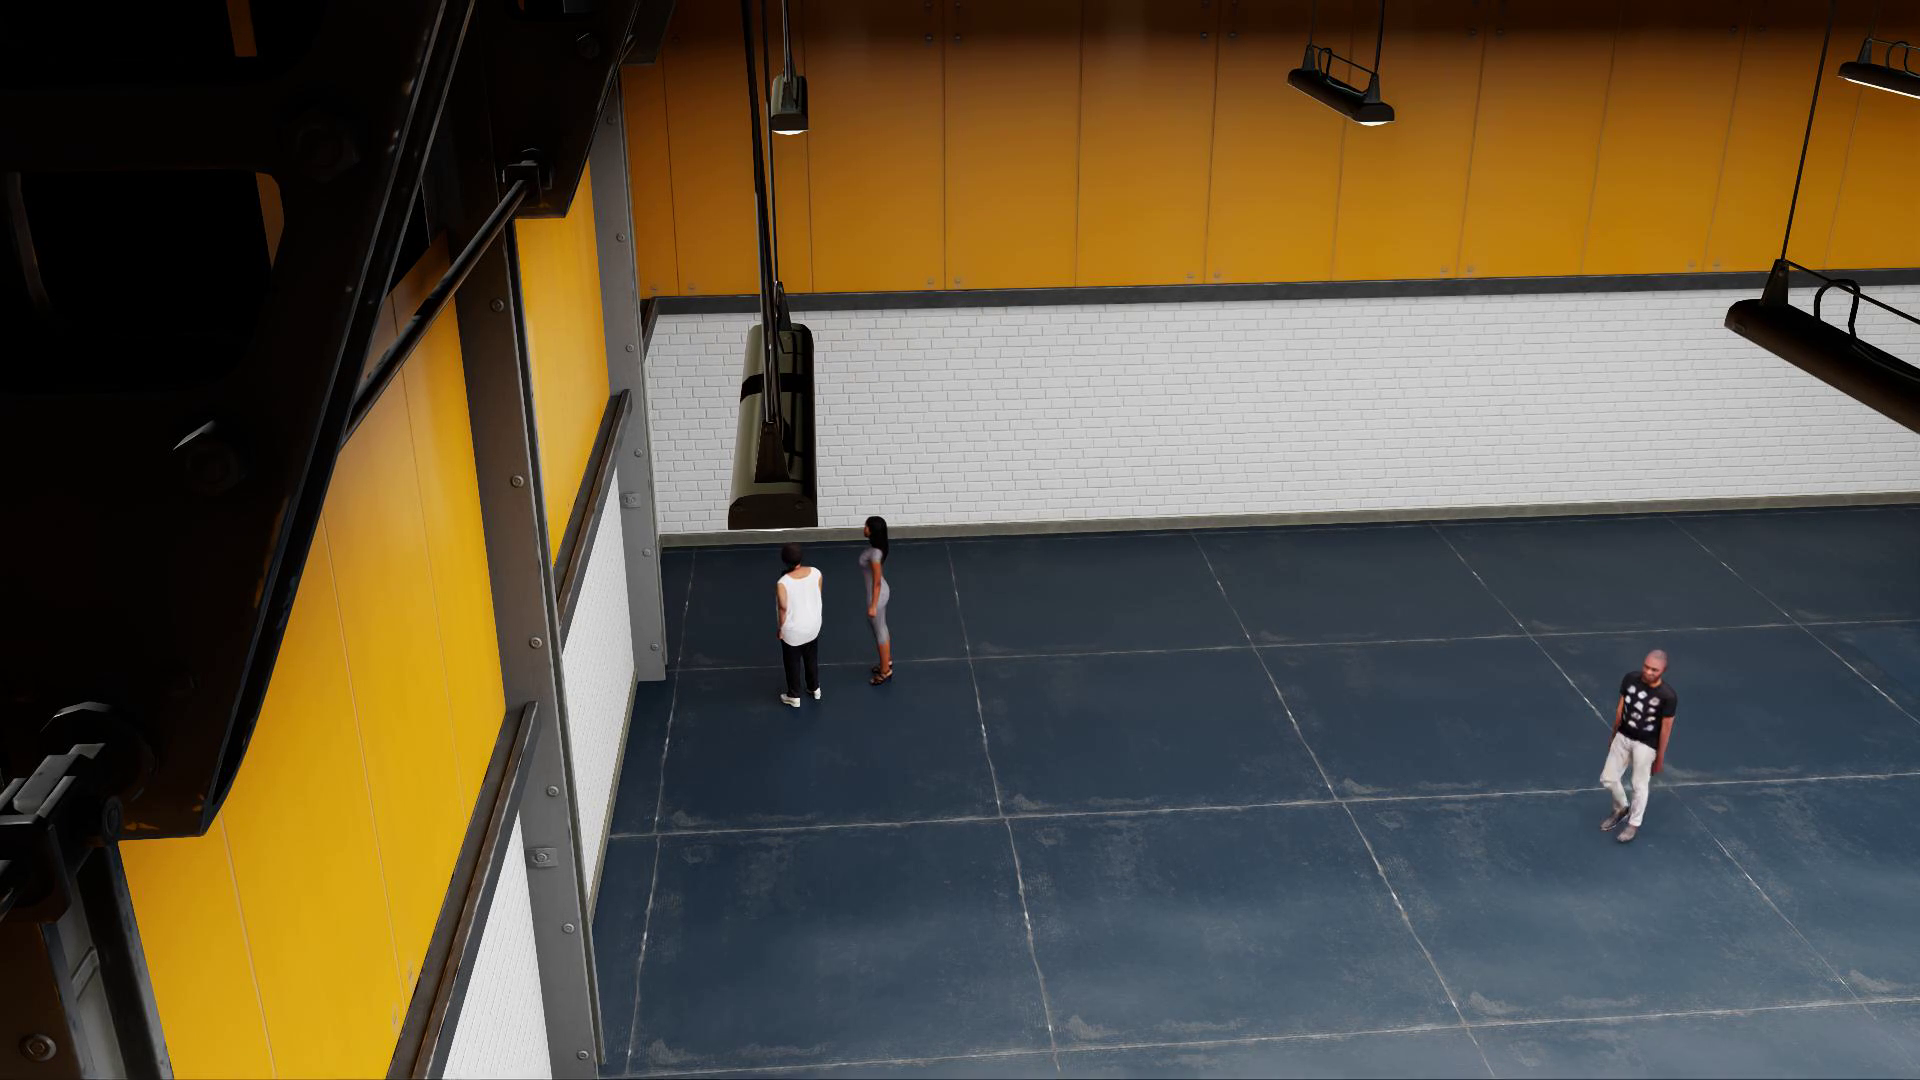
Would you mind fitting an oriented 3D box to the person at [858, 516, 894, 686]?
[{"bbox_3d":[-0.813,0.590,16.479,0.677,1.781,0.515,1,24,3],"label":"person"}]

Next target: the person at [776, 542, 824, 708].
[{"bbox_3d":[-1.574,0.799,16.113,0.762,1.691,0.786,-17,29,-33],"label":"person"}]

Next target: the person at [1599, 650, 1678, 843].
[{"bbox_3d":[5.742,1.690,13.950,0.862,1.789,0.771,-18,29,-35],"label":"person"}]
